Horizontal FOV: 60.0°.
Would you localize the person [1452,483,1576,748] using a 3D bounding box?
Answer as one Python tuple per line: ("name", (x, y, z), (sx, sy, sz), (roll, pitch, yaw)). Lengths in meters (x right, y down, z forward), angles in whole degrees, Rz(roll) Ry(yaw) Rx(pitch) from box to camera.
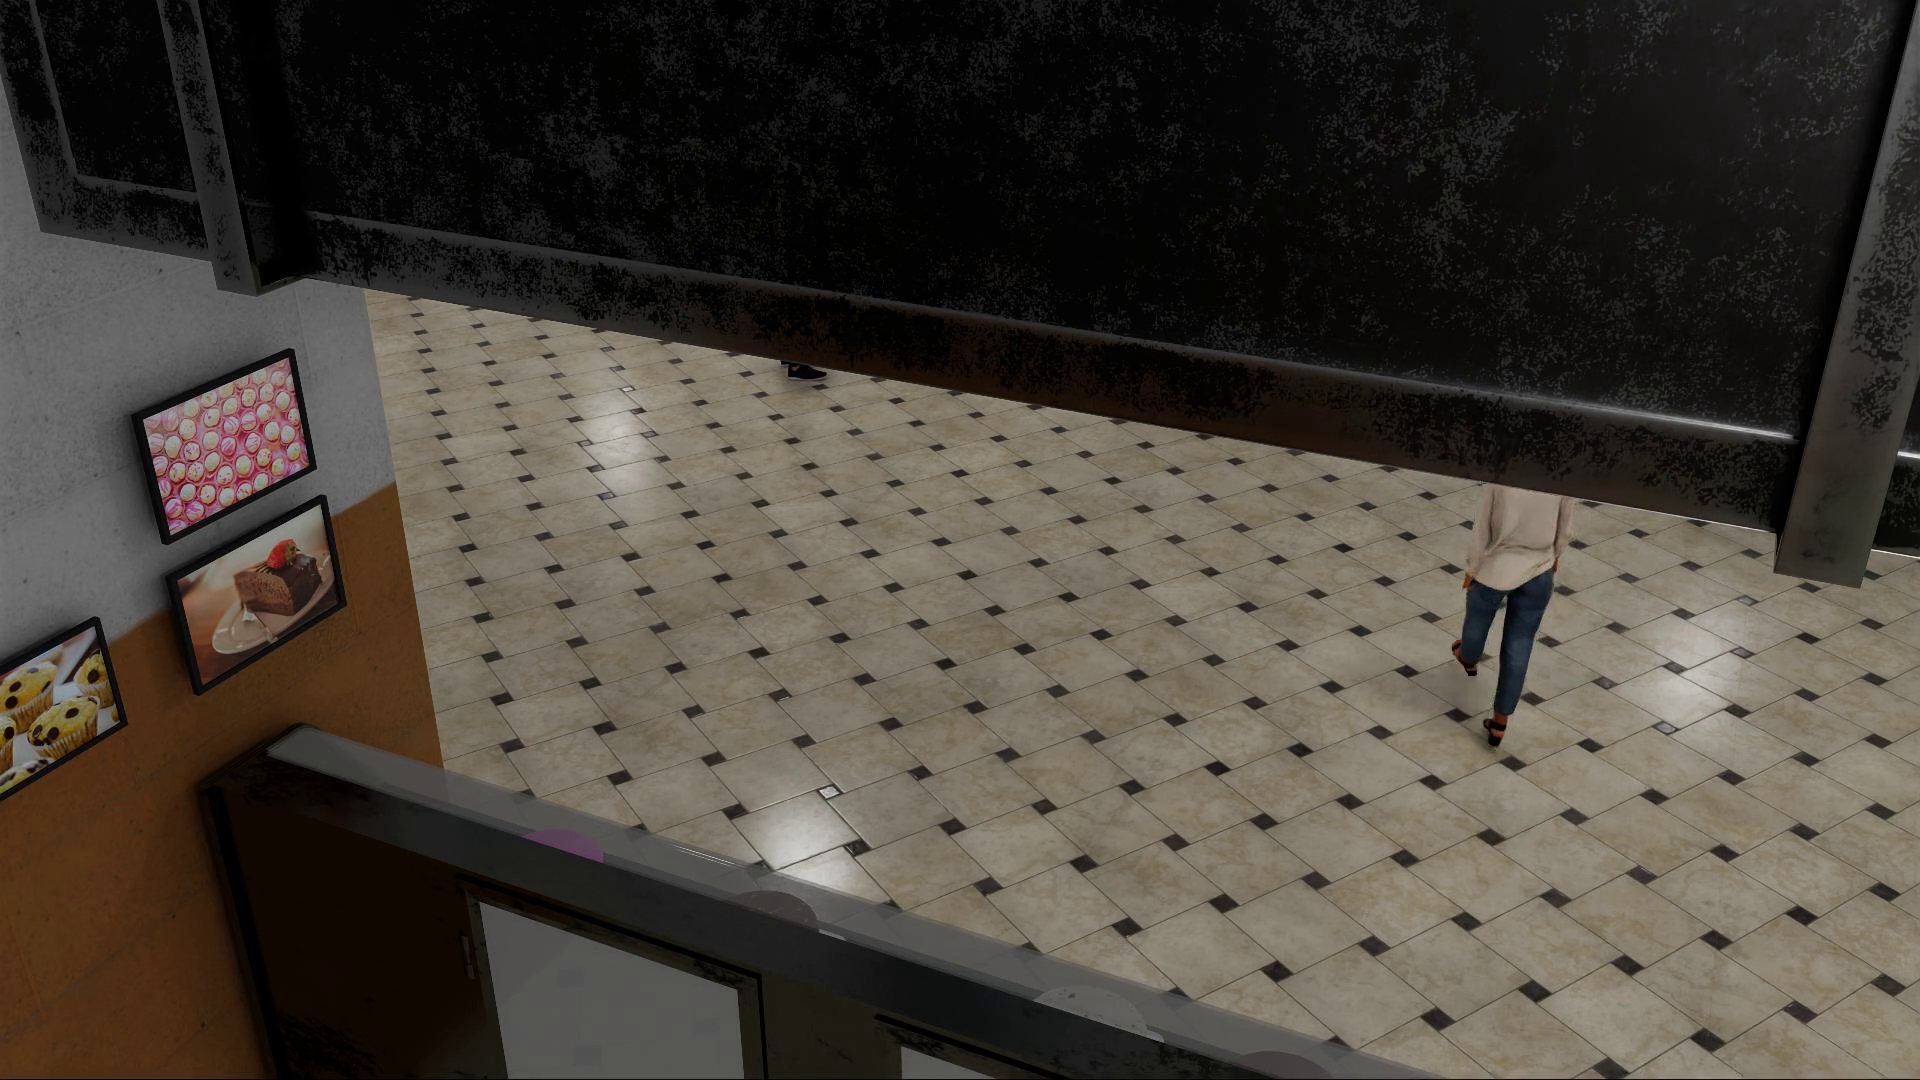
("person", (2.573, 0.199, 7.702), (0.853, 1.648, 1.108), (3, 27, 6))
